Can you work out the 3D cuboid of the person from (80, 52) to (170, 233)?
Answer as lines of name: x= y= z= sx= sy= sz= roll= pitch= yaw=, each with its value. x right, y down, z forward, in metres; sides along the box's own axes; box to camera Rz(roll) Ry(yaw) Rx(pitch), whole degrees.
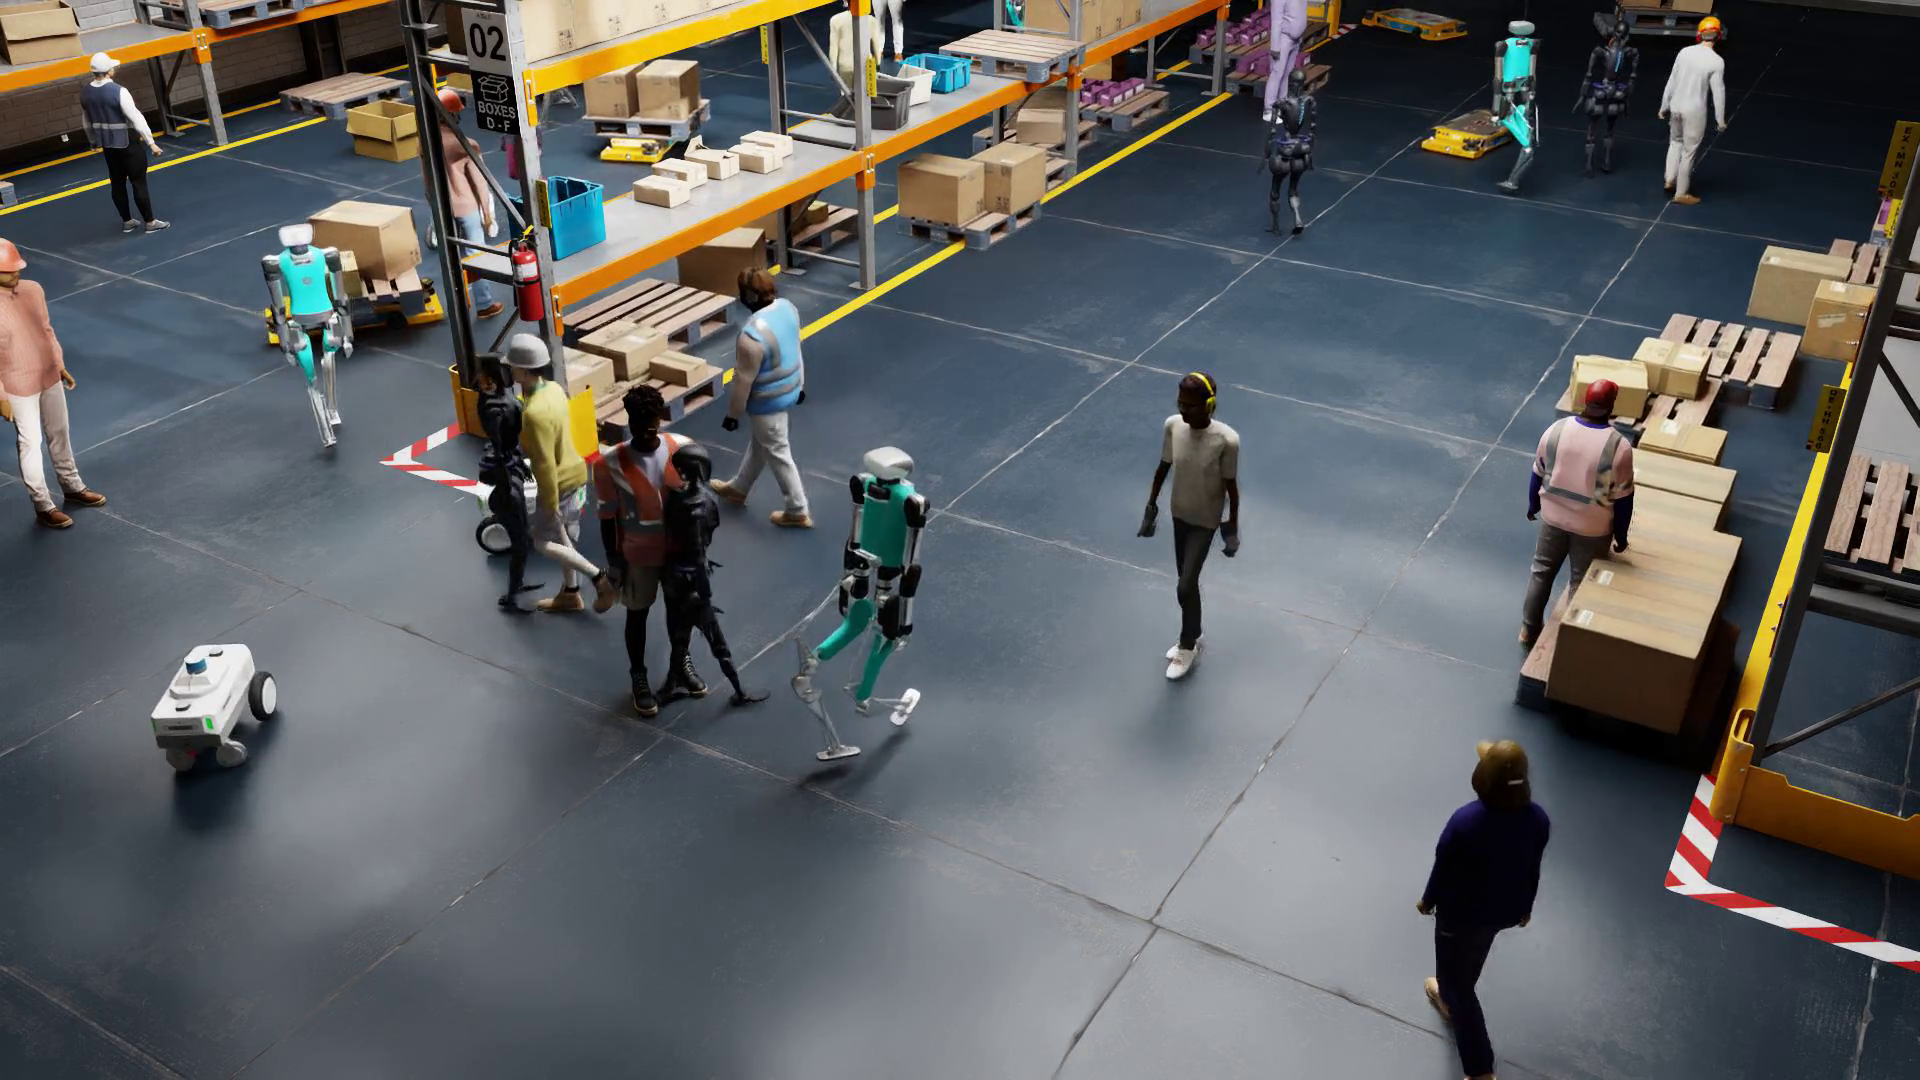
person: x=-8.214 y=-3.872 z=16.277 sx=0.751 sy=1.758 sz=0.433 roll=5 pitch=30 yaw=9

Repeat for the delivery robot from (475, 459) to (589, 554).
delivery robot: x=-2.880 y=-0.250 z=11.108 sx=0.781 sy=0.609 sz=0.521 roll=-4 pitch=30 yaw=-8

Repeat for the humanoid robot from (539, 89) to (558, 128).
humanoid robot: x=-4.982 y=-5.705 z=19.582 sx=0.715 sy=1.829 sz=0.538 roll=-19 pitch=35 yaw=-30

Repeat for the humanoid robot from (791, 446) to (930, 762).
humanoid robot: x=-0.577 y=0.412 z=8.698 sx=0.973 sy=1.694 sz=0.571 roll=-26 pitch=38 yaw=-38

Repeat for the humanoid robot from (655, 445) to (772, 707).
humanoid robot: x=-1.462 y=0.204 z=9.190 sx=0.678 sy=1.647 sz=0.614 roll=-6 pitch=30 yaw=-11

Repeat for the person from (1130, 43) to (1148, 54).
person: x=2.469 y=-7.631 z=22.849 sx=0.409 sy=1.833 sz=0.571 roll=-24 pitch=37 yaw=-35

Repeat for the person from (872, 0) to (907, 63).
person: x=-0.973 y=-7.431 z=22.392 sx=0.630 sy=1.940 sz=0.373 roll=4 pitch=30 yaw=8

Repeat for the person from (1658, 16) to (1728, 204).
person: x=7.535 y=-4.408 z=17.105 sx=0.405 sy=1.874 sz=0.693 roll=-18 pitch=34 yaw=-29

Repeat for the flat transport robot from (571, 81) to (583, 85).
flat transport robot: x=-5.367 y=-6.265 z=22.024 sx=1.431 sy=0.231 sz=0.659 roll=20 pitch=35 yaw=31

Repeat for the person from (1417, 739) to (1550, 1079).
person: x=2.178 y=1.543 z=6.855 sx=0.443 sy=1.595 sz=0.742 roll=-8 pitch=30 yaw=-14

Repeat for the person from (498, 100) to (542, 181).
person: x=-4.354 y=-3.987 z=16.627 sx=0.523 sy=1.609 sz=0.638 roll=12 pitch=32 yaw=20

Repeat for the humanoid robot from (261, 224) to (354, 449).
humanoid robot: x=-4.708 y=-1.520 z=12.121 sx=0.533 sy=1.731 sz=0.966 roll=-13 pitch=32 yaw=-22

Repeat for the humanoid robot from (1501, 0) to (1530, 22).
humanoid robot: x=8.256 y=-8.392 z=24.408 sx=0.601 sy=1.636 sz=0.780 roll=1 pitch=29 yaw=2

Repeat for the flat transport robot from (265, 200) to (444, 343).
flat transport robot: x=-5.282 y=-2.008 z=14.493 sx=1.431 sy=0.231 sz=0.659 roll=-11 pitch=31 yaw=-19

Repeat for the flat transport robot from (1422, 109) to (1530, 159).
flat transport robot: x=6.001 y=-4.711 z=19.276 sx=0.659 sy=0.231 sz=1.431 roll=24 pitch=37 yaw=36

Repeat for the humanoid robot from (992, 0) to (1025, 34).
humanoid robot: x=0.764 y=-7.337 z=22.498 sx=1.075 sy=1.731 sz=0.553 roll=-25 pitch=38 yaw=-37

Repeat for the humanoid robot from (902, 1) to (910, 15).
humanoid robot: x=-0.948 y=-8.733 z=24.960 sx=0.584 sy=1.638 sz=0.364 roll=-3 pitch=30 yaw=-5

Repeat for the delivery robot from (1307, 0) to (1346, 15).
delivery robot: x=5.414 y=-8.153 z=25.042 sx=0.738 sy=0.563 sz=0.499 roll=14 pitch=32 yaw=23

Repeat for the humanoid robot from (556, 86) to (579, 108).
humanoid robot: x=-4.977 y=-6.159 z=20.347 sx=0.664 sy=1.807 sz=0.538 roll=-17 pitch=33 yaw=-27

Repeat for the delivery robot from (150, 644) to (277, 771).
delivery robot: x=-4.105 y=0.877 z=9.095 sx=0.513 sy=0.590 sz=0.761 roll=-1 pitch=30 yaw=-3

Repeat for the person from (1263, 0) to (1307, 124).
person: x=3.903 y=-5.928 z=19.783 sx=0.400 sy=1.899 sz=0.634 roll=20 pitch=35 yaw=32

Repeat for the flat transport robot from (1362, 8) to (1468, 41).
flat transport robot: x=6.628 y=-7.527 z=24.257 sx=0.659 sy=0.231 sz=1.431 roll=-19 pitch=35 yaw=-30

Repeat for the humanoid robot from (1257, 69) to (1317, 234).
humanoid robot: x=3.209 y=-3.742 z=16.155 sx=0.609 sy=1.645 sz=0.506 roll=-13 pitch=32 yaw=-22

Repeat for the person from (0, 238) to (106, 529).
person: x=-6.165 y=-1.054 z=11.056 sx=0.393 sy=1.990 sz=0.623 roll=9 pitch=31 yaw=15

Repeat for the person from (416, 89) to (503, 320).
person: x=-4.290 y=-2.863 z=14.265 sx=0.610 sy=1.990 sz=0.395 roll=9 pitch=31 yaw=15

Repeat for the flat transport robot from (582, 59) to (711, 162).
flat transport robot: x=-3.587 y=-4.655 z=19.176 sx=0.659 sy=0.231 sz=1.431 roll=5 pitch=30 yaw=8

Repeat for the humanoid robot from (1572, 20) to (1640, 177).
humanoid robot: x=6.935 y=-4.746 z=17.902 sx=0.590 sy=1.656 sz=0.342 roll=0 pitch=29 yaw=1

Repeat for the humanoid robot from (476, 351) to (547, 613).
humanoid robot: x=-2.779 y=-0.373 z=10.177 sx=0.339 sy=1.649 sz=0.609 roll=-2 pitch=30 yaw=-4

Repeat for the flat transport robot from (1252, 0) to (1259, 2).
flat transport robot: x=4.565 y=-8.758 z=26.435 sx=1.431 sy=0.231 sz=0.659 roll=21 pitch=36 yaw=32

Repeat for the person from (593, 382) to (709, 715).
person: x=-1.675 y=0.039 z=9.152 sx=0.608 sy=1.962 sz=0.367 roll=-18 pitch=34 yaw=-28

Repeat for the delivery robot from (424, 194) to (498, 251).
delivery robot: x=-4.835 y=-3.107 z=16.166 sx=0.499 sy=0.612 sz=0.815 roll=8 pitch=30 yaw=13

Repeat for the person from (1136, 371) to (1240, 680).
person: x=1.266 y=-0.076 z=9.468 sx=0.631 sy=1.848 sz=0.573 roll=-26 pitch=38 yaw=-37

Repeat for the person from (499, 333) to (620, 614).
person: x=-2.381 y=-0.347 z=9.932 sx=0.545 sy=1.876 sz=0.486 roll=2 pitch=30 yaw=3

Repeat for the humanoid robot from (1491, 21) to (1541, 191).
humanoid robot: x=5.855 y=-4.392 z=17.297 sx=0.534 sy=1.844 sz=0.802 roll=-11 pitch=31 yaw=-19

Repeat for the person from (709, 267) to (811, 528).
person: x=-1.385 y=-0.947 z=11.058 sx=0.834 sy=1.804 sz=0.653 roll=8 pitch=30 yaw=14

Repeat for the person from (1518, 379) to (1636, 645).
person: x=3.587 y=-0.125 z=9.652 sx=0.607 sy=1.755 sz=0.420 roll=23 pitch=37 yaw=35

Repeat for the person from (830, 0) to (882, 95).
person: x=-1.213 y=-5.572 z=19.325 sx=0.600 sy=1.707 sz=0.825 roll=-2 pitch=30 yaw=-4
